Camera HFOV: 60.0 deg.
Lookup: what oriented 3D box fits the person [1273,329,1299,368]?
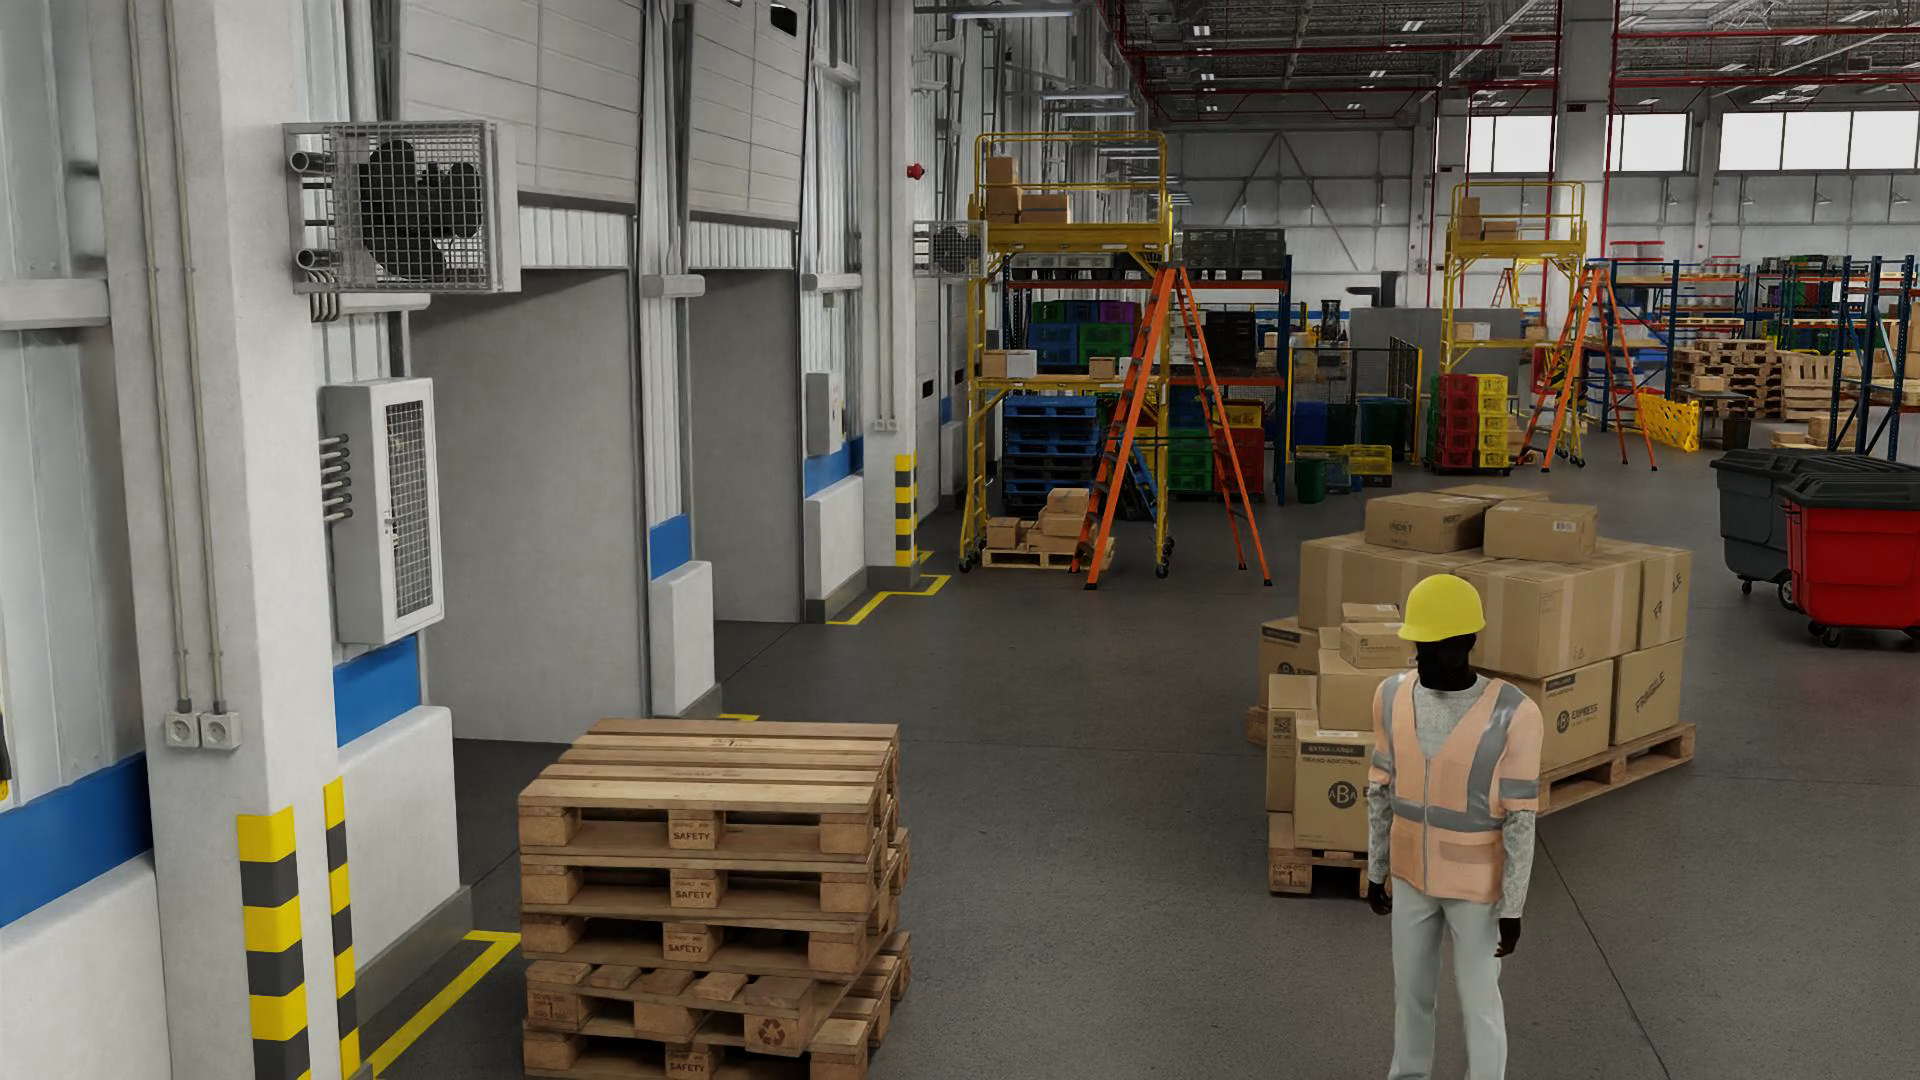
[{"bbox_3d":[7.205,-3.945,36.966,0.546,1.608,0.757,6,11,33],"label":"person"}]

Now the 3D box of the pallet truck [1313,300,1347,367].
[{"bbox_3d":[11.159,-6.200,49.718,0.823,1.965,1.885,4,10,26],"label":"pallet truck"}]

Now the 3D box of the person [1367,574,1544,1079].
[{"bbox_3d":[1.521,1.052,5.244,0.396,1.920,0.585,-9,13,-43],"label":"person"}]

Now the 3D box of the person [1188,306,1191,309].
[{"bbox_3d":[6.159,-5.307,44.439,0.392,1.927,0.545,5,11,29],"label":"person"}]

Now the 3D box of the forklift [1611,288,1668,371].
[{"bbox_3d":[18.899,-6.148,46.682,1.873,2.768,1.129,-3,10,-17],"label":"forklift"}]

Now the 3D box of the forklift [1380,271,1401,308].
[{"bbox_3d":[10.804,-5.390,42.010,1.873,2.768,1.129,1,9,9],"label":"forklift"}]
